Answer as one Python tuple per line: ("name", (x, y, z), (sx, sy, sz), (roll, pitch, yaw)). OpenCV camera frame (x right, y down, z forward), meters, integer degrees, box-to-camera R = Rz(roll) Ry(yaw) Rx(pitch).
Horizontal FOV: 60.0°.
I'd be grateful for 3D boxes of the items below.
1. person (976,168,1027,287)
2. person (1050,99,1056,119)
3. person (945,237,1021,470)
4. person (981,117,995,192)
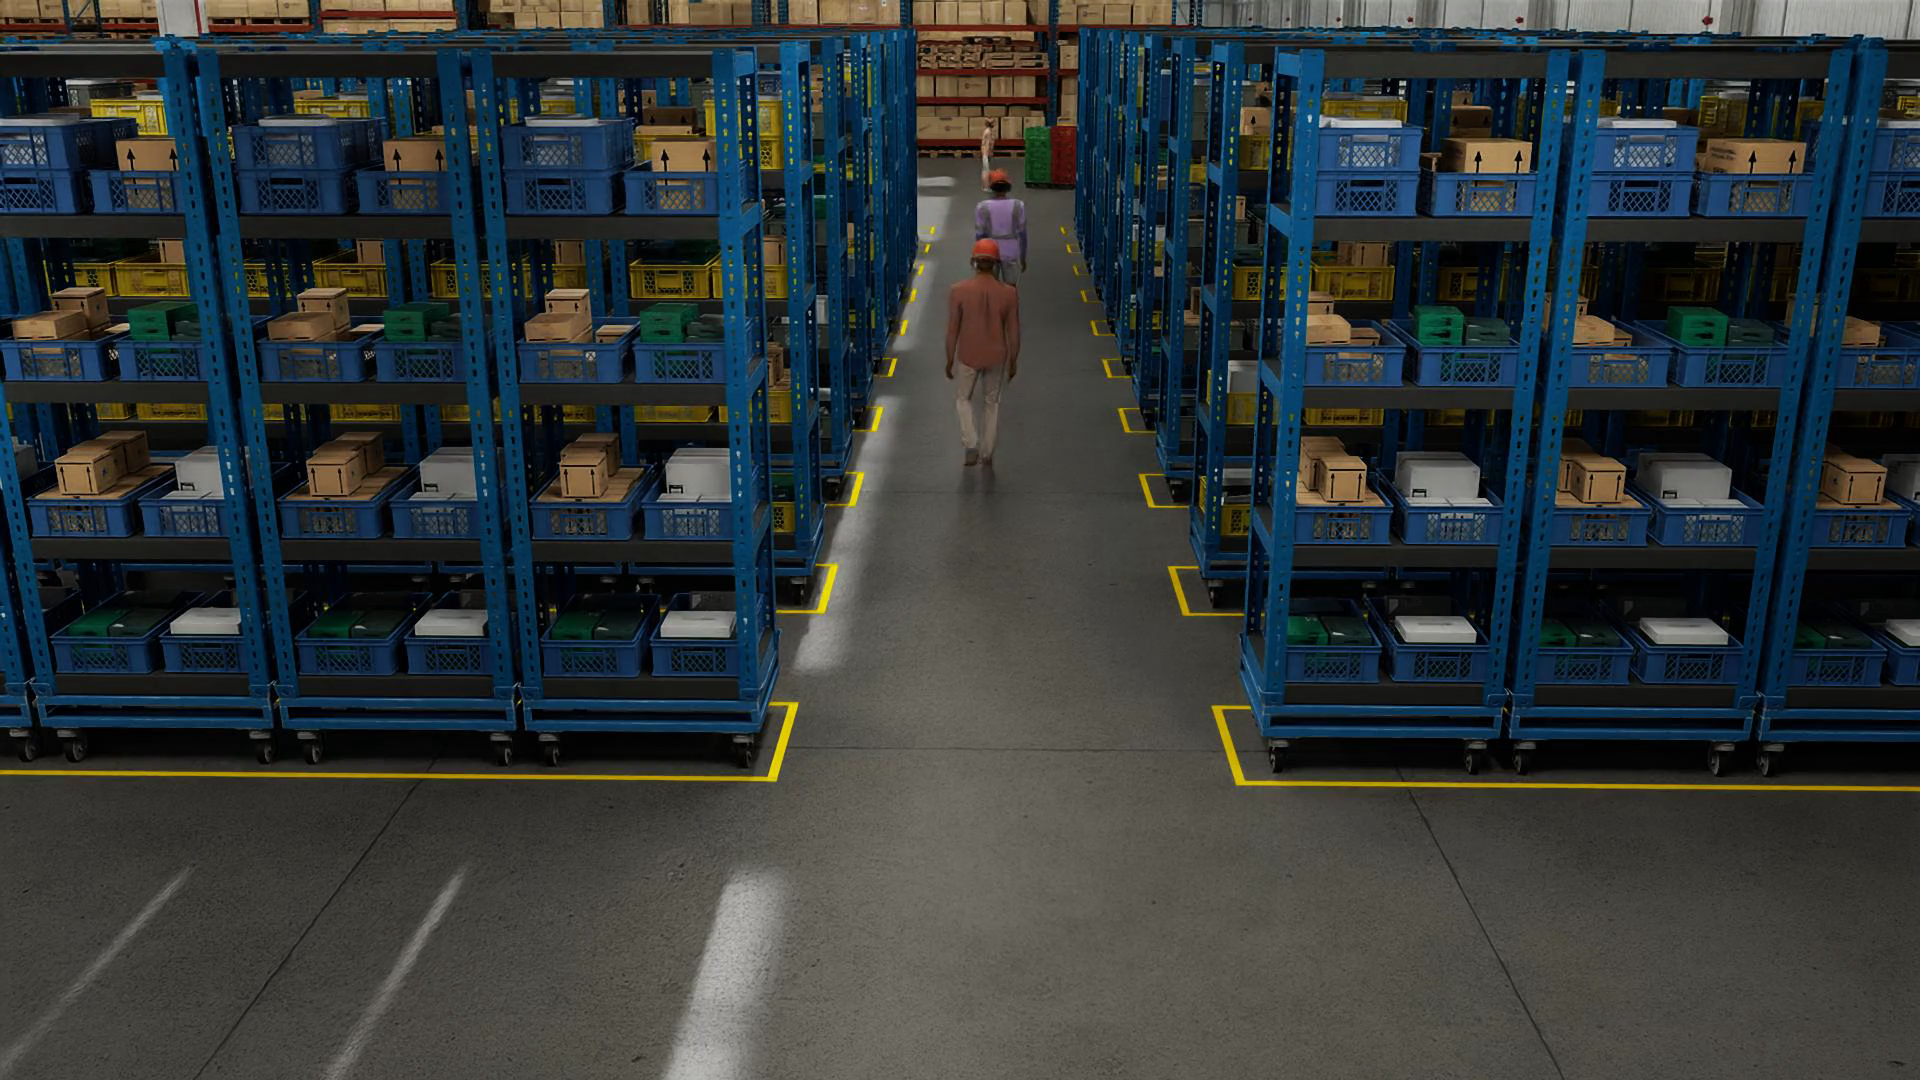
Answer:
("person", (0.491, -3.399, 19.846), (0.614, 2.040, 0.390), (-1, 17, -2))
("person", (2.795, -12.544, 49.147), (1.010, 1.941, 0.610), (-1, 17, -2))
("person", (0.198, -1.553, 14.059), (0.659, 1.981, 0.417), (-2, 18, -7))
("person", (0.628, -8.587, 37.062), (0.315, 1.635, 0.523), (0, 17, -1))
